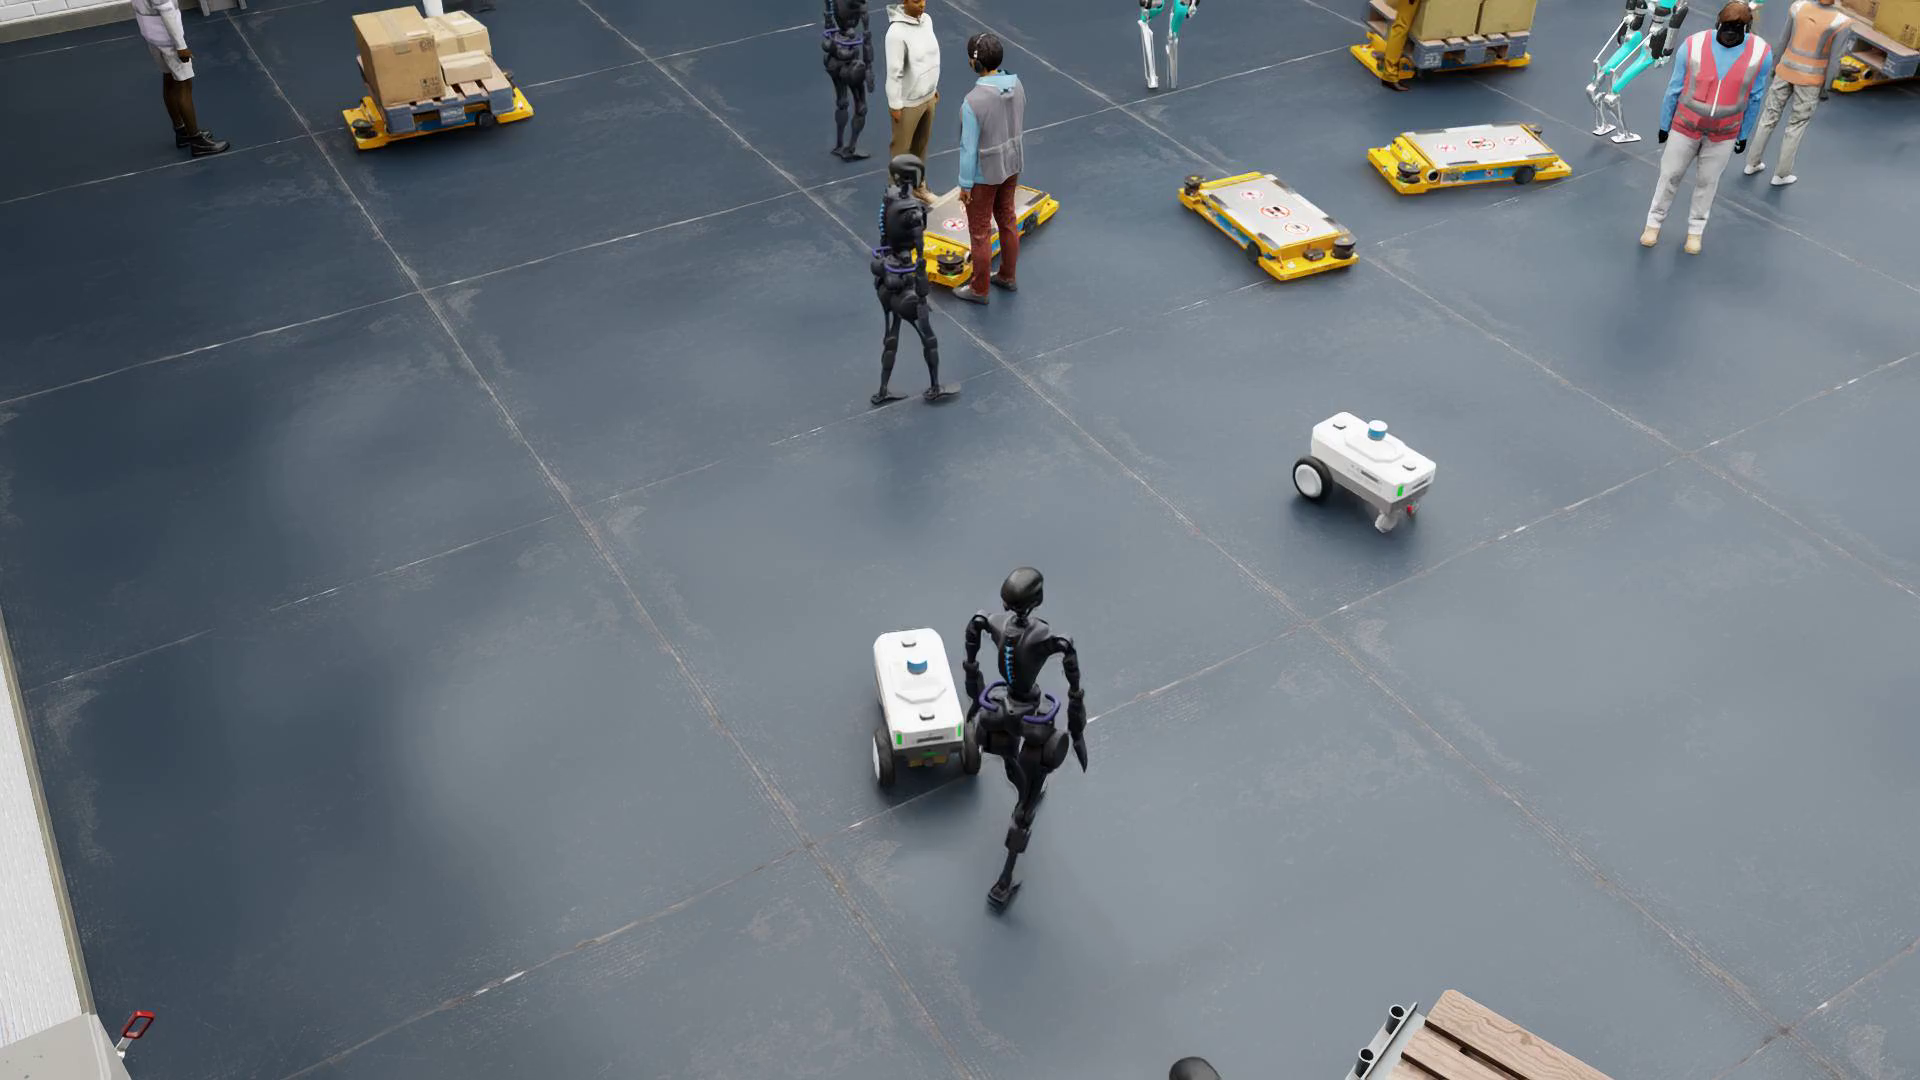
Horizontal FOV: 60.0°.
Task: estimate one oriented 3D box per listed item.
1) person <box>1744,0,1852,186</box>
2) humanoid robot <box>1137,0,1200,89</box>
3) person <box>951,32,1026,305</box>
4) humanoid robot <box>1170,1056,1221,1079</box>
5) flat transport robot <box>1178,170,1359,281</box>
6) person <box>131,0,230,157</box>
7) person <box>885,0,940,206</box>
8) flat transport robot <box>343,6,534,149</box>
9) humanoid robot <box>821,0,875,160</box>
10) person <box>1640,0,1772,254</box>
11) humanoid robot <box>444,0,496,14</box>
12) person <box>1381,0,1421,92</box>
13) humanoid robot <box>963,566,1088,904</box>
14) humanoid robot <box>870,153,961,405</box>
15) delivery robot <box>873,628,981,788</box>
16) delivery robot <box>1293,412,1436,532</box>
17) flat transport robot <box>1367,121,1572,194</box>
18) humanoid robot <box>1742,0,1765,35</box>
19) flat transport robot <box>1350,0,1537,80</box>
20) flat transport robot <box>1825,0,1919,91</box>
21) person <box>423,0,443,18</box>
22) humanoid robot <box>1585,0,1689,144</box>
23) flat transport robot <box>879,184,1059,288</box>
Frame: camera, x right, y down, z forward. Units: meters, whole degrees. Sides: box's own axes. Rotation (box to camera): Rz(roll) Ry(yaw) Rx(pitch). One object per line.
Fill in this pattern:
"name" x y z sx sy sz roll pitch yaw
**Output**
"person" 6.365 -3.491 12.601 0.315 1.631 0.519 -25 45 -28
"humanoid robot" 1.719 -4.541 13.908 0.541 1.846 0.776 -5 39 -6
"person" 0.211 -2.447 11.092 0.411 1.873 0.535 31 48 33
"humanoid robot" 0.696 2.244 5.330 0.589 1.647 0.373 -18 42 -21
"flat transport robot" 2.258 -2.358 12.268 0.659 0.231 1.431 -16 41 -19
"person" -6.160 -3.949 12.934 0.551 1.933 0.361 32 48 34
"person" -0.362 -3.211 12.136 0.363 1.767 0.531 24 44 27
"flat transport robot" -4.338 -3.581 13.810 1.431 0.231 0.659 -17 42 -21
"humanoid robot" -0.875 -3.759 12.900 0.308 1.649 0.608 -27 46 -30
"person" 5.234 -2.894 11.690 0.629 1.836 0.431 13 40 16
"humanoid robot" -4.651 -5.692 15.347 0.462 1.648 0.604 -14 41 -17
"person" 3.850 -4.690 14.013 0.340 1.753 0.534 14 41 17
"humanoid robot" 0.269 0.788 7.202 0.599 1.622 0.785 17 42 20
"humanoid robot" -0.319 -1.591 10.181 0.560 1.641 0.612 -17 42 -21
"delivery robot" -0.200 0.800 8.059 0.499 0.603 0.794 -7 39 -9
"delivery robot" 2.354 -0.431 9.602 0.515 0.591 0.762 -26 45 -29
"flat transport robot" 4.010 -3.008 13.087 1.431 0.231 0.659 -8 39 -10
"humanoid robot" 7.094 -5.066 14.490 0.790 1.760 0.533 -11 40 -14
"flat transport robot" 4.272 -4.357 14.790 1.431 0.231 0.659 -9 39 -11
"flat transport robot" 8.148 -4.231 14.630 1.431 0.231 0.659 -11 40 -14
"person" -4.678 -5.238 14.603 0.357 1.883 0.572 -10 40 -13
"humanoid robot" 5.212 -3.903 12.927 0.735 1.677 0.533 -19 42 -22
"flat transport robot" 0.083 -2.302 12.196 0.659 0.231 1.431 22 44 26
